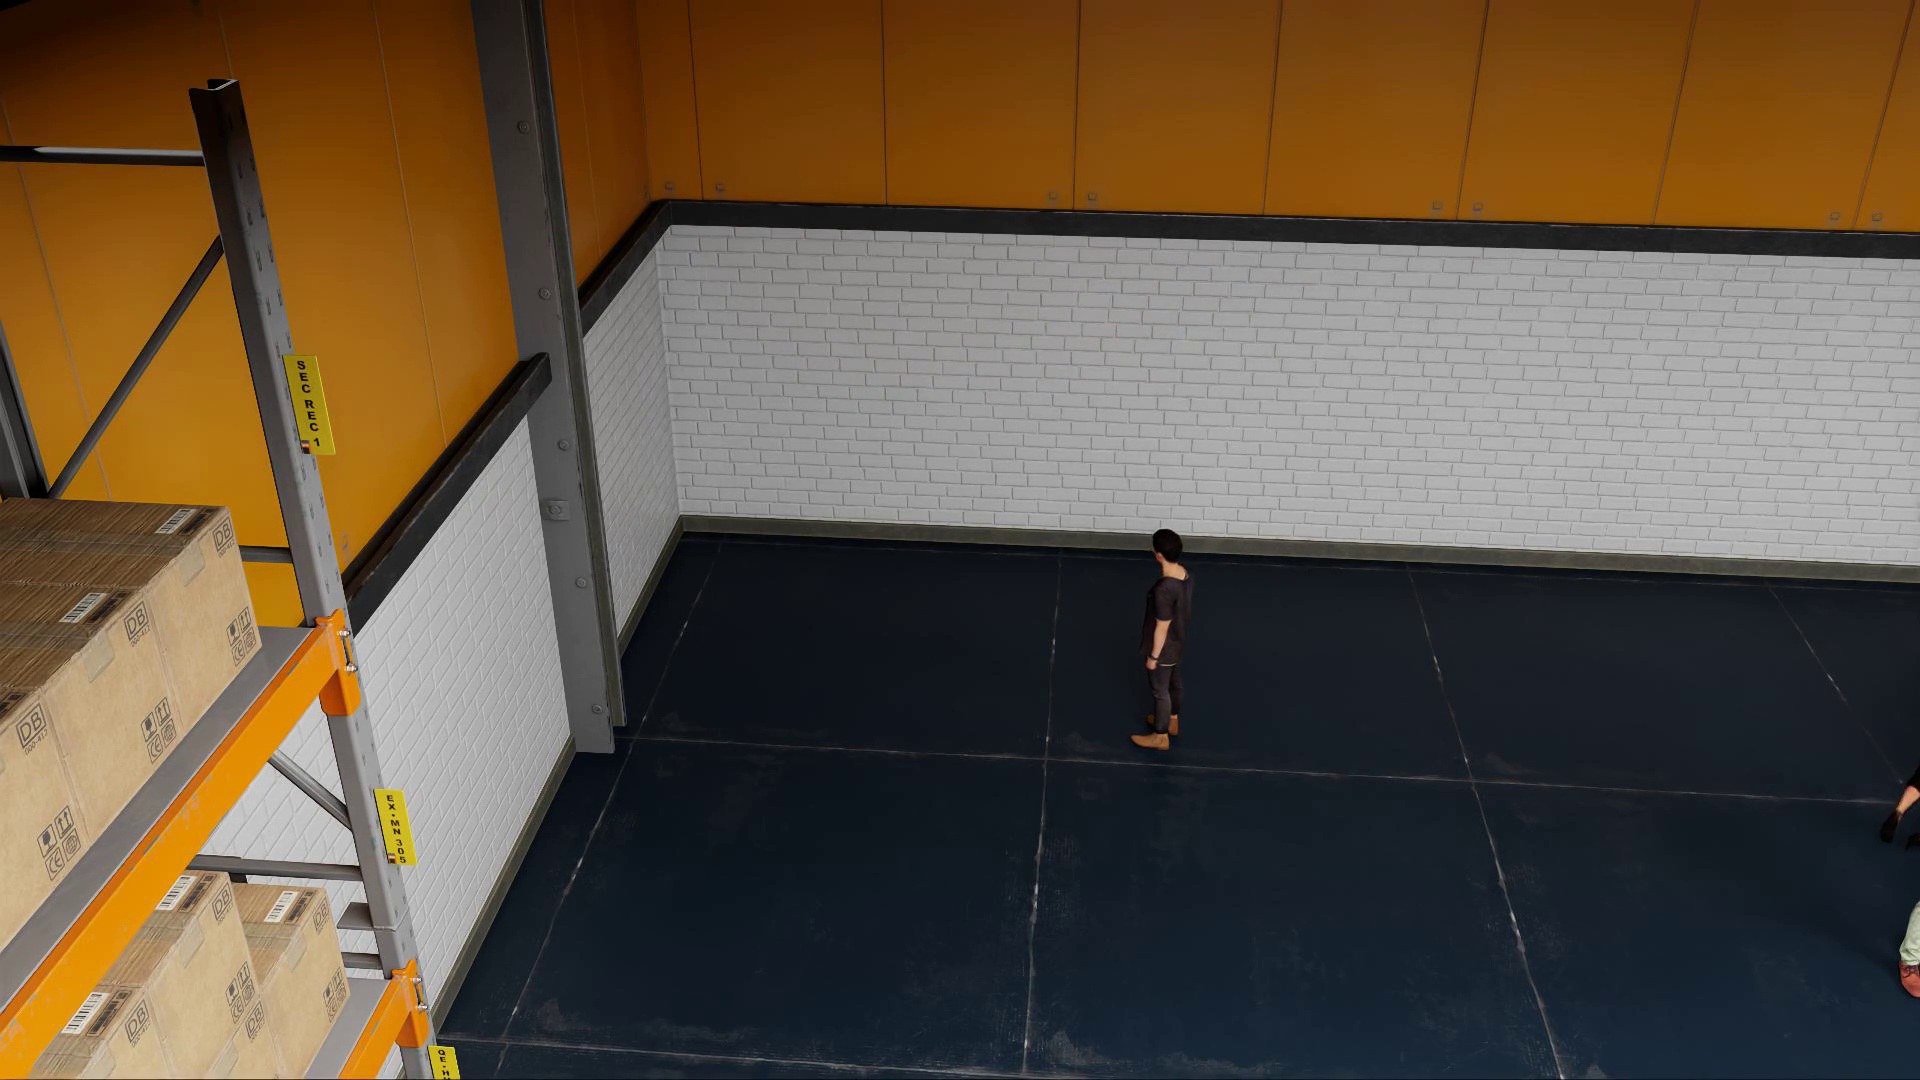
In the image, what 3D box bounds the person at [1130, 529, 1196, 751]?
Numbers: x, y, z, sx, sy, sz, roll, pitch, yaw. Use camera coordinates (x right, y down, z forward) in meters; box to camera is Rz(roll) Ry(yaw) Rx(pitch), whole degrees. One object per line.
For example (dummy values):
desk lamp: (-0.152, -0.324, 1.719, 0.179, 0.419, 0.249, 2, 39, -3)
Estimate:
person: (1.465, 0.699, 11.731, 0.763, 1.712, 0.639, 17, 33, 28)
